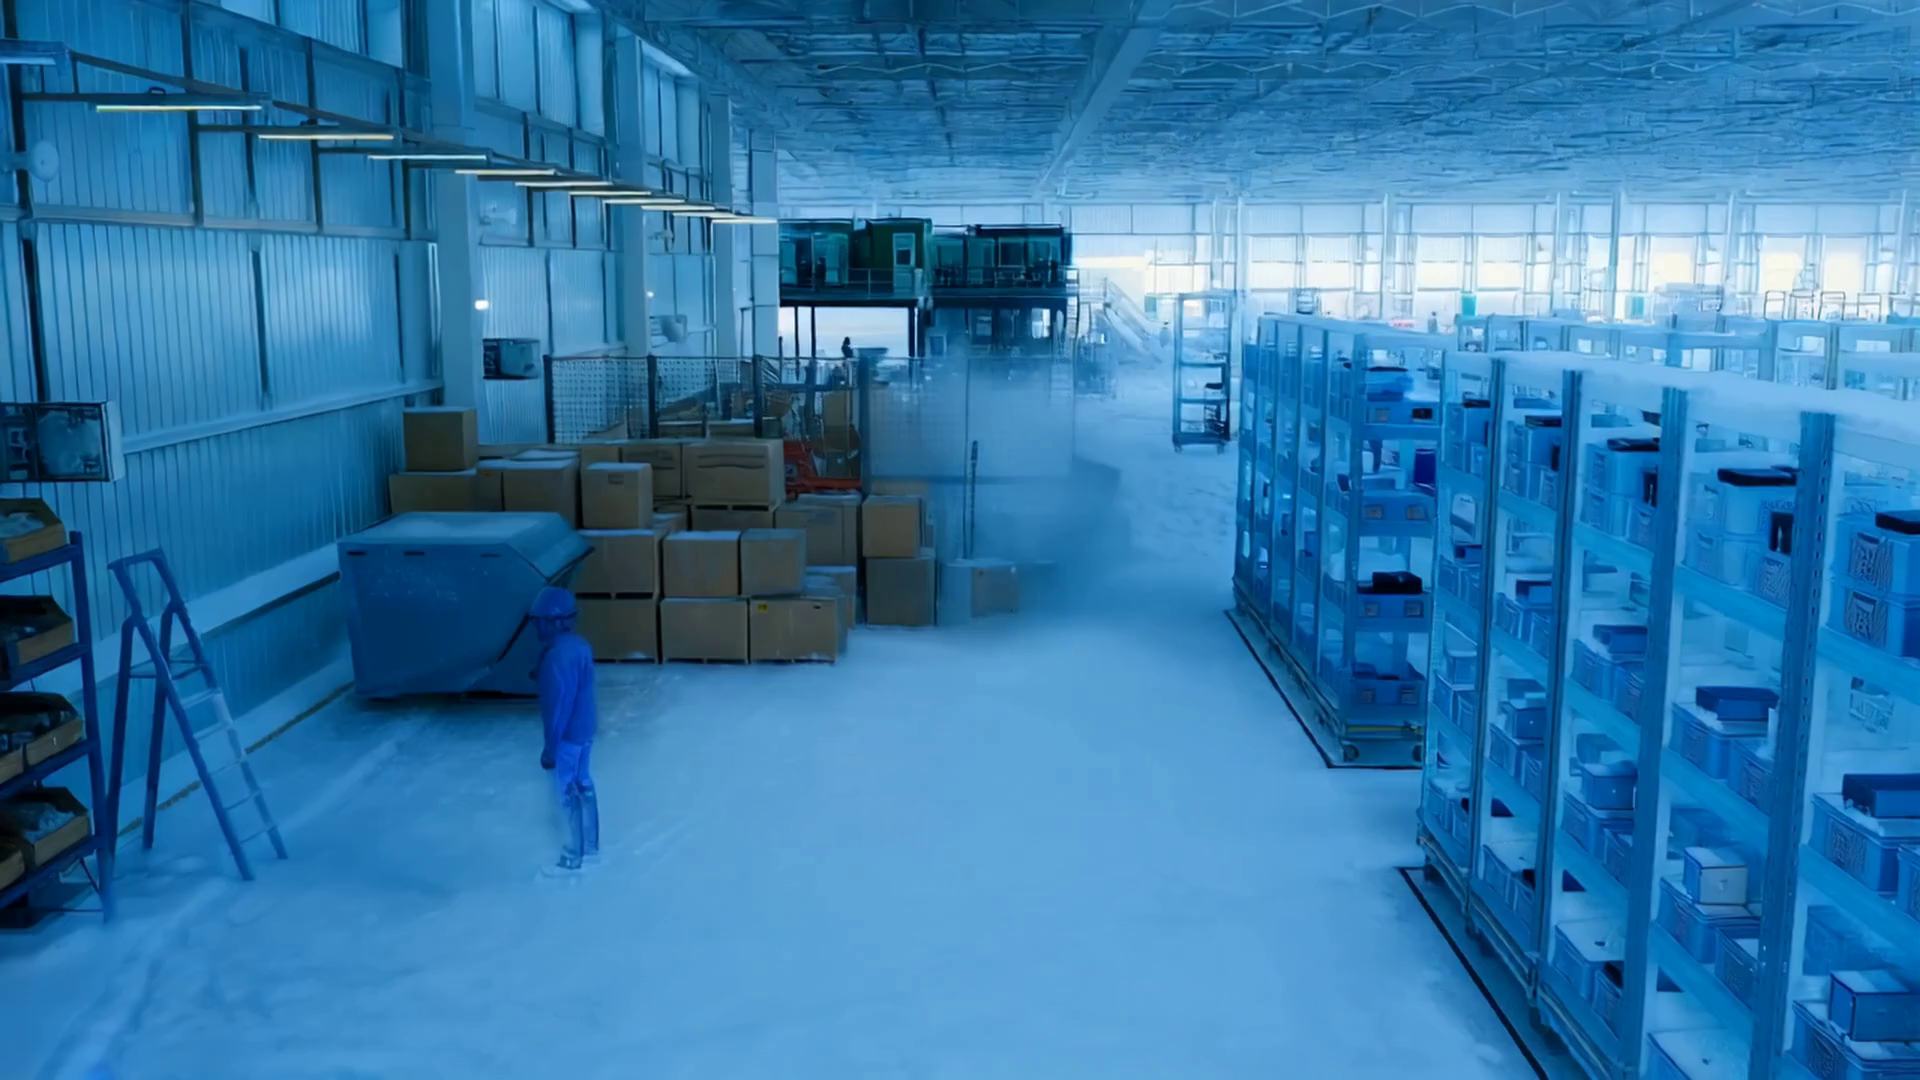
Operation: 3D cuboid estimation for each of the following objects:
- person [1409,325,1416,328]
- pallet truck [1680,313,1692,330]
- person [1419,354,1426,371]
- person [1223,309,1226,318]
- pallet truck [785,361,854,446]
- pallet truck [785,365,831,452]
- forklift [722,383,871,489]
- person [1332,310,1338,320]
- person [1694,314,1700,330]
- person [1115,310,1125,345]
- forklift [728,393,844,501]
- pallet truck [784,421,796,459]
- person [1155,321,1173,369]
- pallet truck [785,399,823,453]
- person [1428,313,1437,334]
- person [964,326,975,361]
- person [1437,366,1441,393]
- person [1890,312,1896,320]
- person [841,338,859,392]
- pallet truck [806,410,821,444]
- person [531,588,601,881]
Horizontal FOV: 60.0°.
[{"bbox_3d":[17.289,-7.228,63.735,0.535,2.000,0.685,0,9,1],"label":"person"},{"bbox_3d":[36.315,-10.531,84.244,0.823,1.965,1.885,-6,11,-33],"label":"pallet truck"},{"bbox_3d":[12.349,-4.076,44.869,0.406,1.849,0.577,0,9,-3],"label":"person"},{"bbox_3d":[15.342,-12.475,96.374,0.937,1.946,0.630,7,11,35],"label":"person"},{"bbox_3d":[-3.410,-3.193,38.978,1.885,1.965,0.823,0,9,-1],"label":"pallet truck"},{"bbox_3d":[-3.774,-2.976,37.635,1.885,1.965,0.823,1,9,5],"label":"pallet truck"},{"bbox_3d":[-2.893,-1.687,28.729,2.680,1.987,1.157,0,9,-1],"label":"forklift"},{"bbox_3d":[20.928,-11.930,93.188,0.596,1.901,0.583,5,10,26],"label":"person"},{"bbox_3d":[38.168,-10.783,86.321,0.946,1.822,0.555,-4,10,-23],"label":"person"},{"bbox_3d":[8.850,-11.703,91.713,0.547,1.922,0.397,-6,11,-31],"label":"person"},{"bbox_3d":[-2.979,-1.316,26.476,2.680,1.987,1.157,0,9,1],"label":"forklift"},{"bbox_3d":[-4.013,-1.793,32.705,1.601,1.201,0.680,0,9,1],"label":"pallet truck"},{"bbox_3d":[8.514,-8.144,69.532,1.030,2.004,0.633,-9,13,-43],"label":"person"},{"bbox_3d":[-3.814,-2.432,36.419,1.630,1.274,0.653,0,9,1],"label":"pallet truck"},{"bbox_3d":[25.677,-11.465,90.513,0.633,1.817,0.658,-8,12,-41],"label":"person"},{"bbox_3d":[0.388,-7.541,66.034,0.474,1.917,0.581,-2,9,-11],"label":"person"},{"bbox_3d":[16.035,-5.578,54.602,0.523,1.703,0.976,-9,13,-43],"label":"person"},{"bbox_3d":[51.821,-11.751,92.278,0.467,1.831,0.517,-5,11,-29],"label":"person"},{"bbox_3d":[-3.696,-5.912,56.298,0.646,1.814,0.967,-1,9,-7],"label":"person"},{"bbox_3d":[-3.559,-2.018,33.905,1.522,1.261,0.704,0,9,-1],"label":"pallet truck"},{"bbox_3d":[-2.681,1.306,11.279,0.408,1.987,0.607,1,9,7],"label":"person"}]
